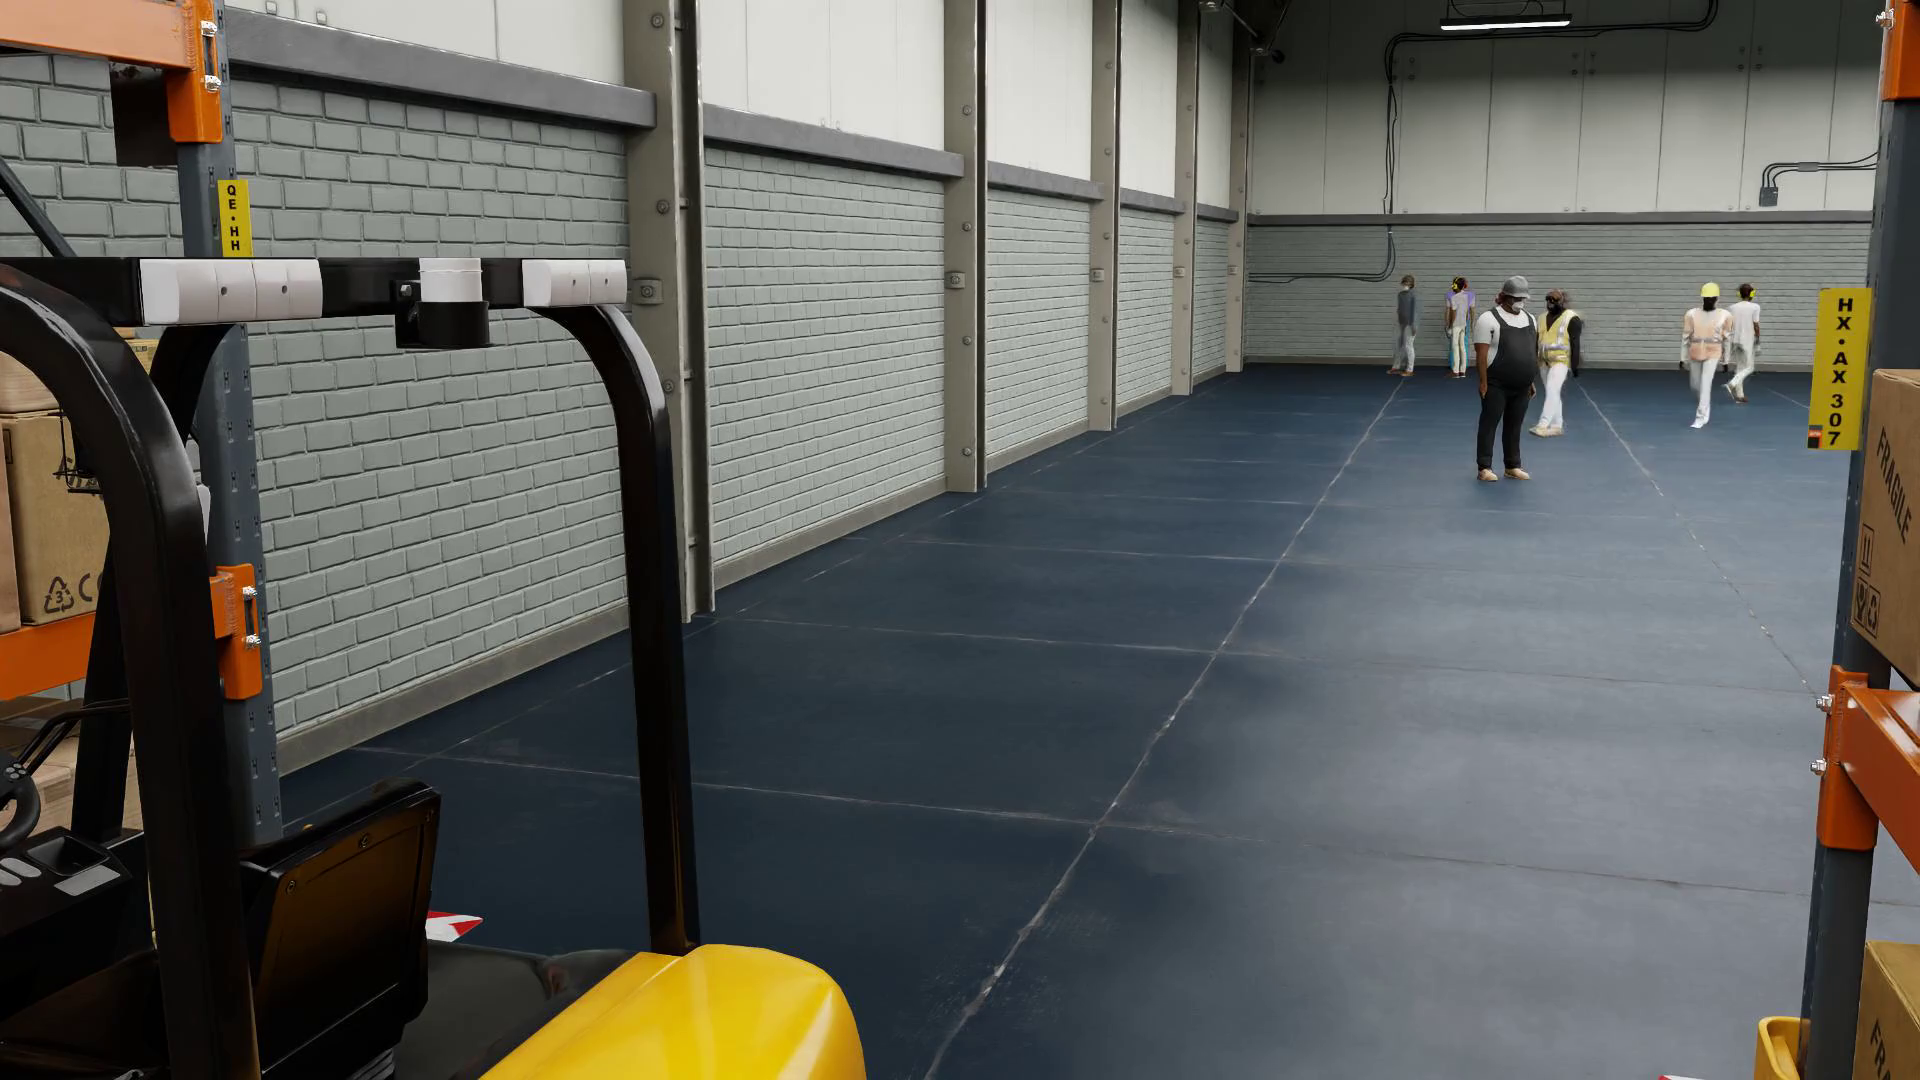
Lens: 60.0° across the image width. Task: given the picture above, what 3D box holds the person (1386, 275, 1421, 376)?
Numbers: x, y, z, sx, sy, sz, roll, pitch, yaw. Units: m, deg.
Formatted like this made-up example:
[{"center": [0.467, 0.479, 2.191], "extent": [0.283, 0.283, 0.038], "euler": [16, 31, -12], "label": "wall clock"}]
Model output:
[{"center": [8.409, -4.020, 31.283], "extent": [0.486, 1.906, 0.675], "euler": [-4, 10, -21], "label": "person"}]

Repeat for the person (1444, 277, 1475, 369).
[{"center": [10.015, -4.338, 33.350], "extent": [0.572, 1.844, 0.376], "euler": [1, 10, 8], "label": "person"}]

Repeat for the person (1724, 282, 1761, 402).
[{"center": [11.944, -3.003, 25.402], "extent": [0.641, 1.850, 0.531], "euler": [-5, 11, -29], "label": "person"}]

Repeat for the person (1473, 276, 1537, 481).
[{"center": [5.445, -1.597, 16.450], "extent": [0.676, 2.000, 0.536], "euler": [-3, 10, -19], "label": "person"}]

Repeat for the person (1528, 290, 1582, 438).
[{"center": [7.251, -2.171, 20.556], "extent": [0.866, 1.807, 0.651], "euler": [-5, 11, -28], "label": "person"}]

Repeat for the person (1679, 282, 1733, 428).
[{"center": [9.809, -2.432, 21.851], "extent": [0.594, 1.902, 0.861], "euler": [8, 13, 40], "label": "person"}]

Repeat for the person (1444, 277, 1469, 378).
[{"center": [9.282, -3.963, 31.057], "extent": [0.513, 1.870, 0.331], "euler": [-7, 12, -36], "label": "person"}]
